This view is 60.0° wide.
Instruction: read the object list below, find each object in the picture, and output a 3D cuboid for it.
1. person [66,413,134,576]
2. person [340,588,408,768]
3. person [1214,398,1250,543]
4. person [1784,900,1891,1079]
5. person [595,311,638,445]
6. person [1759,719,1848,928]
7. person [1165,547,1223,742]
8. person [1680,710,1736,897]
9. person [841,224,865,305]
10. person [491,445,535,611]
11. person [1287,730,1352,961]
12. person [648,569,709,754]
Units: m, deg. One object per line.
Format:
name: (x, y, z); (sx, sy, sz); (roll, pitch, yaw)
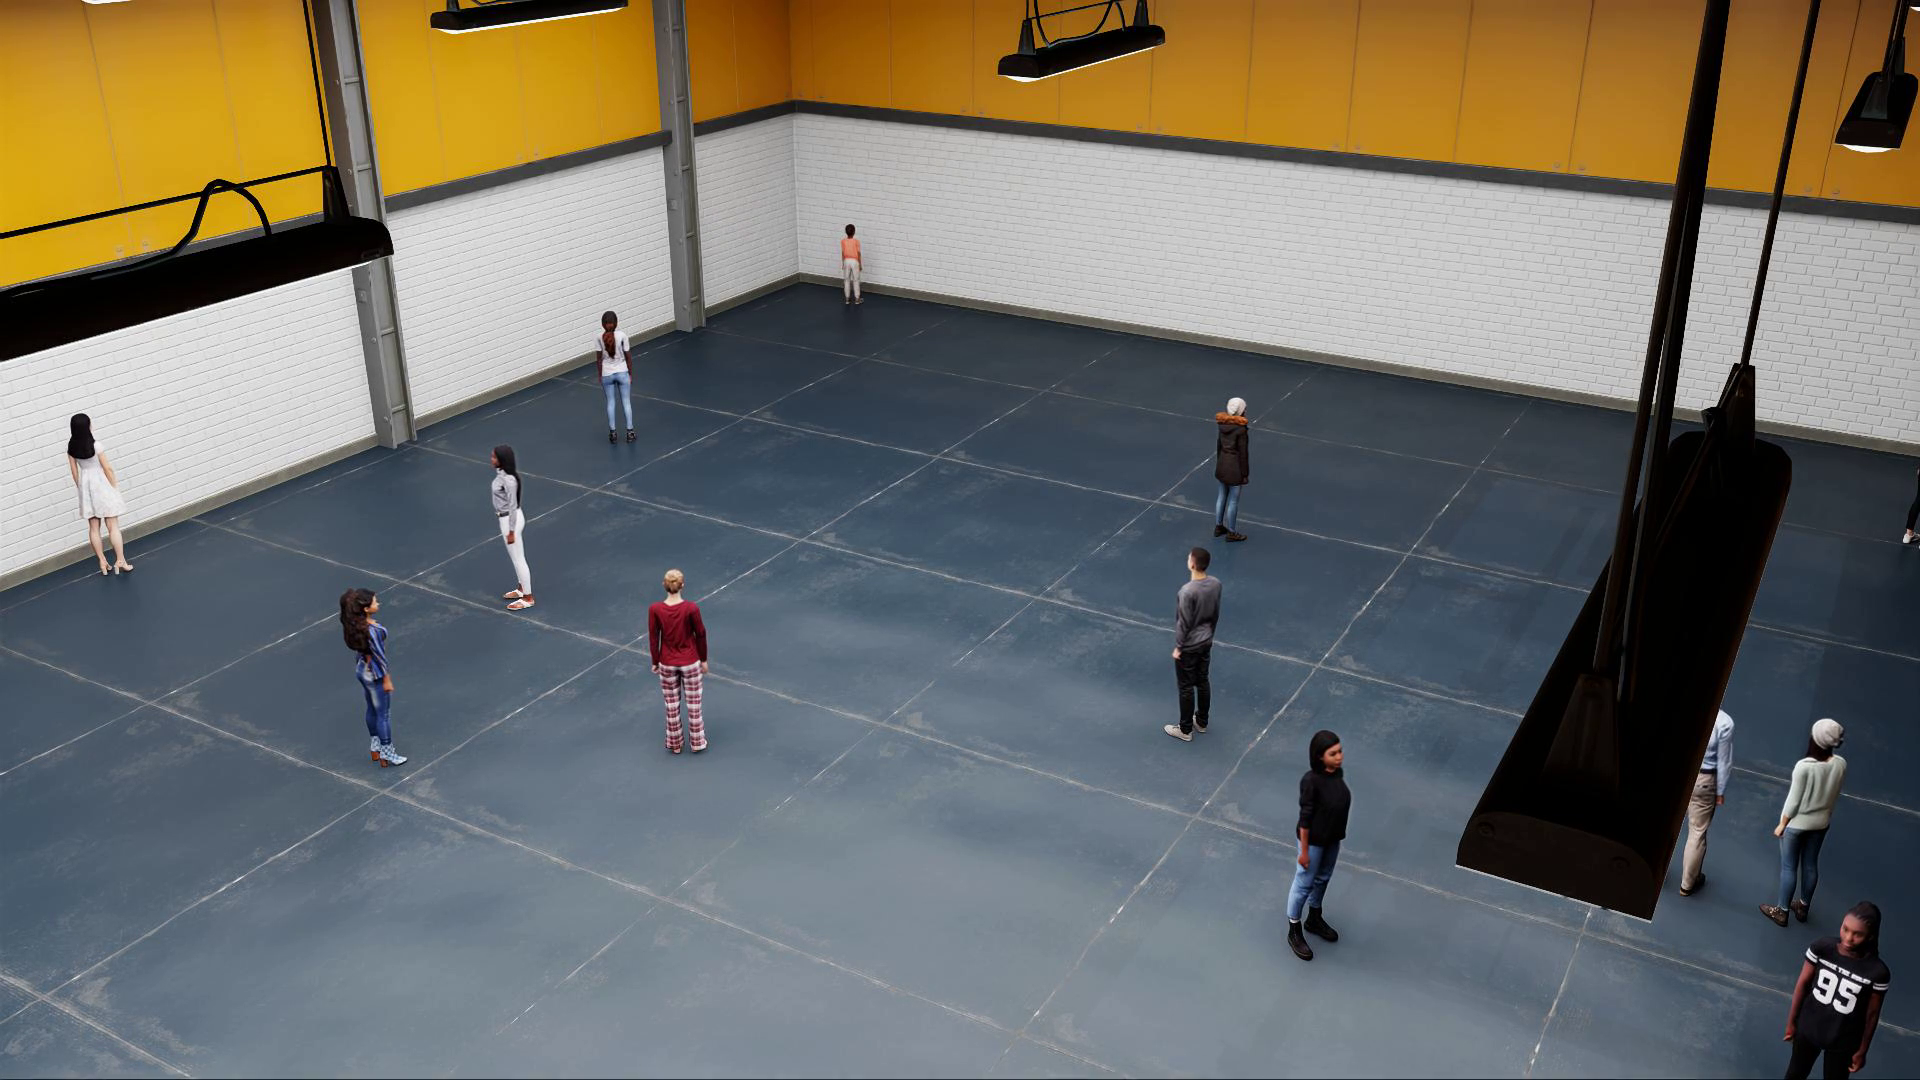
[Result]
person: (-9.007, -0.481, 17.367); (0.761, 1.774, 0.788); (1, 24, 2)
person: (-4.889, 1.131, 13.876); (0.660, 1.616, 0.674); (-18, 30, -36)
person: (2.981, -0.788, 18.245); (0.753, 1.634, 0.734); (-14, 27, -29)
person: (5.091, 2.879, 9.738); (0.659, 1.728, 0.646); (20, 31, 38)
person: (-4.367, -2.074, 21.081); (0.669, 1.719, 0.700); (-2, 24, -5)
person: (6.033, 1.997, 11.860); (0.632, 1.644, 0.684); (-5, 24, -12)
person: (2.010, 0.880, 14.270); (0.596, 1.761, 0.749); (-18, 29, -35)
person: (5.351, 1.749, 12.176); (0.652, 1.847, 0.600); (15, 28, 30)
person: (-1.775, -4.516, 27.177); (0.537, 1.310, 0.541); (6, 24, 14)
person: (-4.500, -0.149, 16.670); (0.701, 1.724, 0.665); (-9, 25, -19)
person: (2.492, 2.086, 11.584); (0.574, 1.702, 0.689); (-19, 30, -37)
person: (-2.372, 1.013, 14.042); (0.693, 1.700, 0.696); (-1, 24, -3)
